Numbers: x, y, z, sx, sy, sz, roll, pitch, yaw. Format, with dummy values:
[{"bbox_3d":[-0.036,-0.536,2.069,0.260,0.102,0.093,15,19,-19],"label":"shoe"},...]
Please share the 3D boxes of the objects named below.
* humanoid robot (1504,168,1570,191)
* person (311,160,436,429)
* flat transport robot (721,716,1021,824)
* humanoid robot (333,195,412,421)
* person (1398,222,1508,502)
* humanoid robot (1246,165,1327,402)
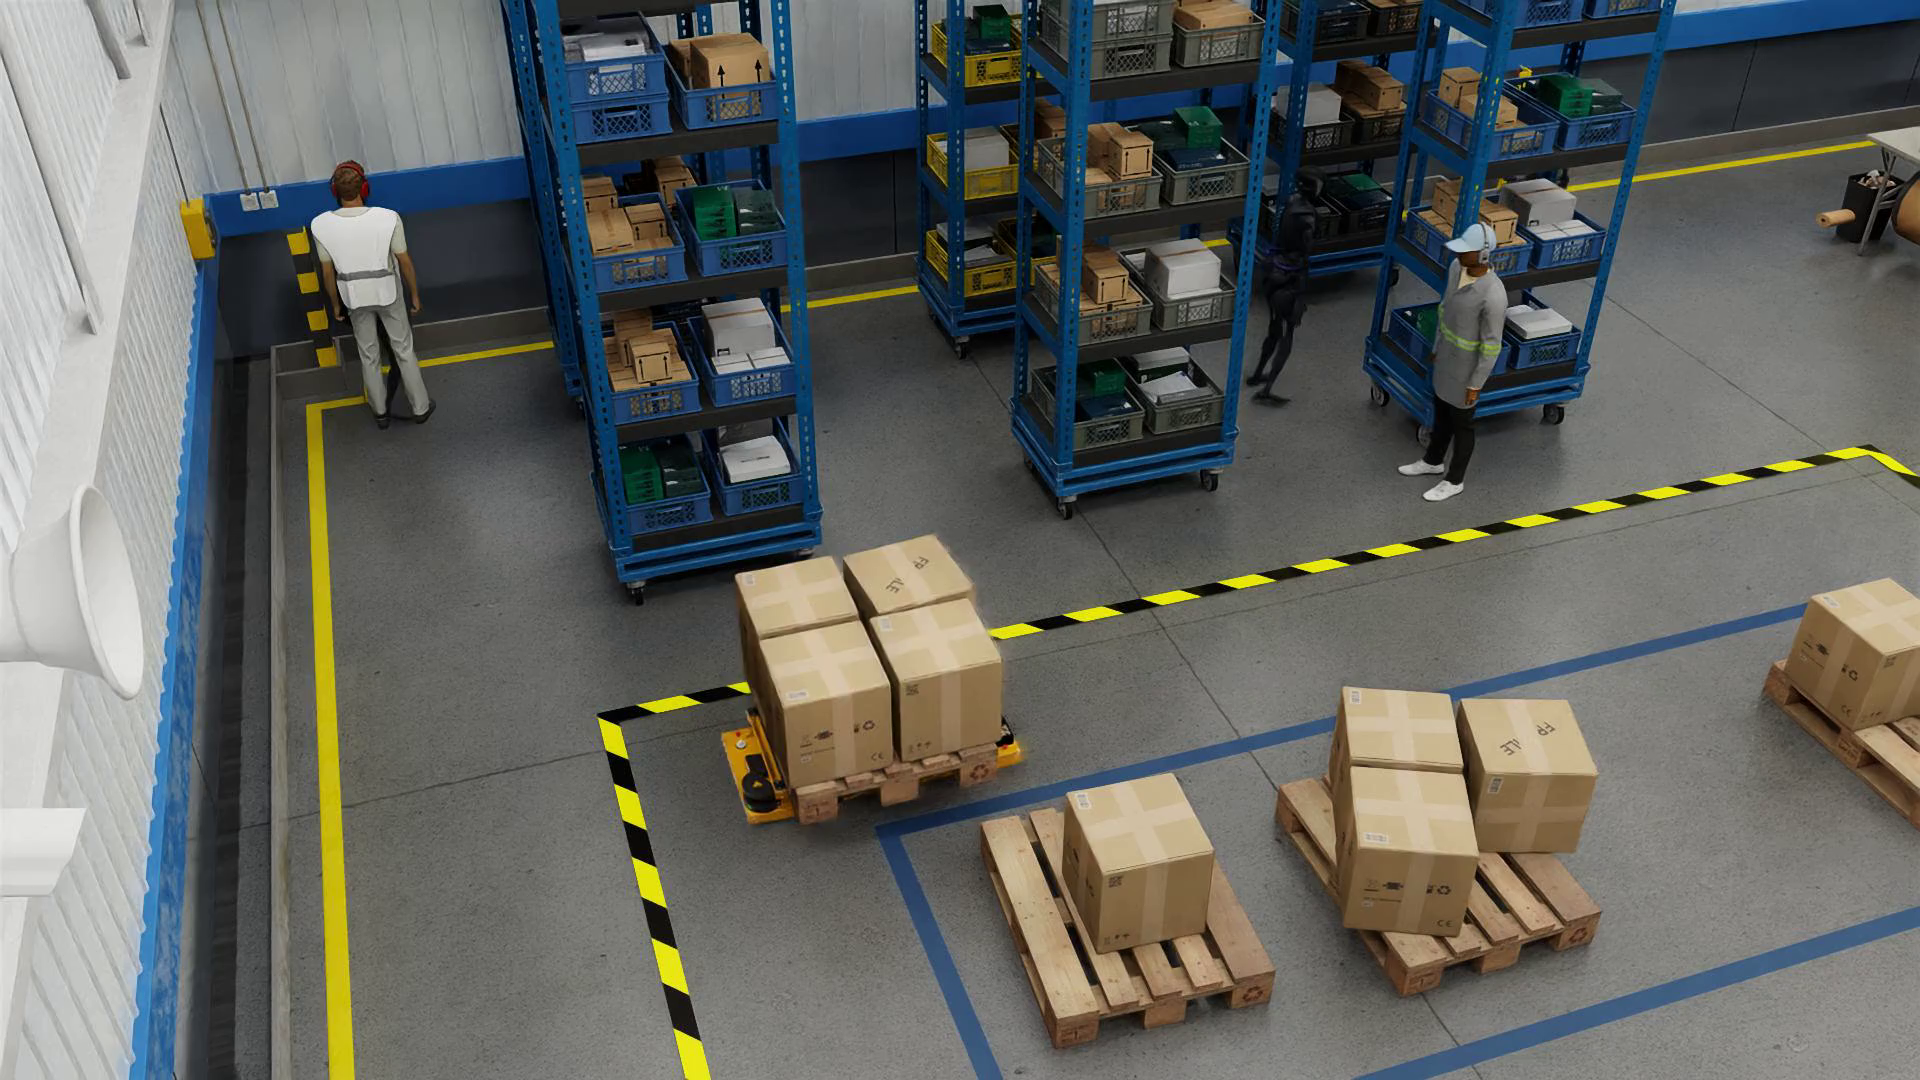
[{"bbox_3d":[4.248,-2.559,12.460,0.372,1.650,0.599,-20,40,-26],"label":"humanoid robot"},{"bbox_3d":[-3.846,-1.576,10.921,0.568,1.842,0.373,-8,36,-11],"label":"person"},{"bbox_3d":[-0.465,1.025,8.578,1.431,0.197,0.652,-11,37,-15],"label":"flat transport robot"},{"bbox_3d":[-3.985,-1.576,11.074,0.610,1.645,0.477,17,39,23],"label":"humanoid robot"},{"bbox_3d":[3.051,-1.091,10.228,0.399,1.852,0.589,-8,36,-11],"label":"person"},{"bbox_3d":[2.217,-1.757,11.337,0.408,1.636,0.665,-5,35,-7],"label":"humanoid robot"}]
